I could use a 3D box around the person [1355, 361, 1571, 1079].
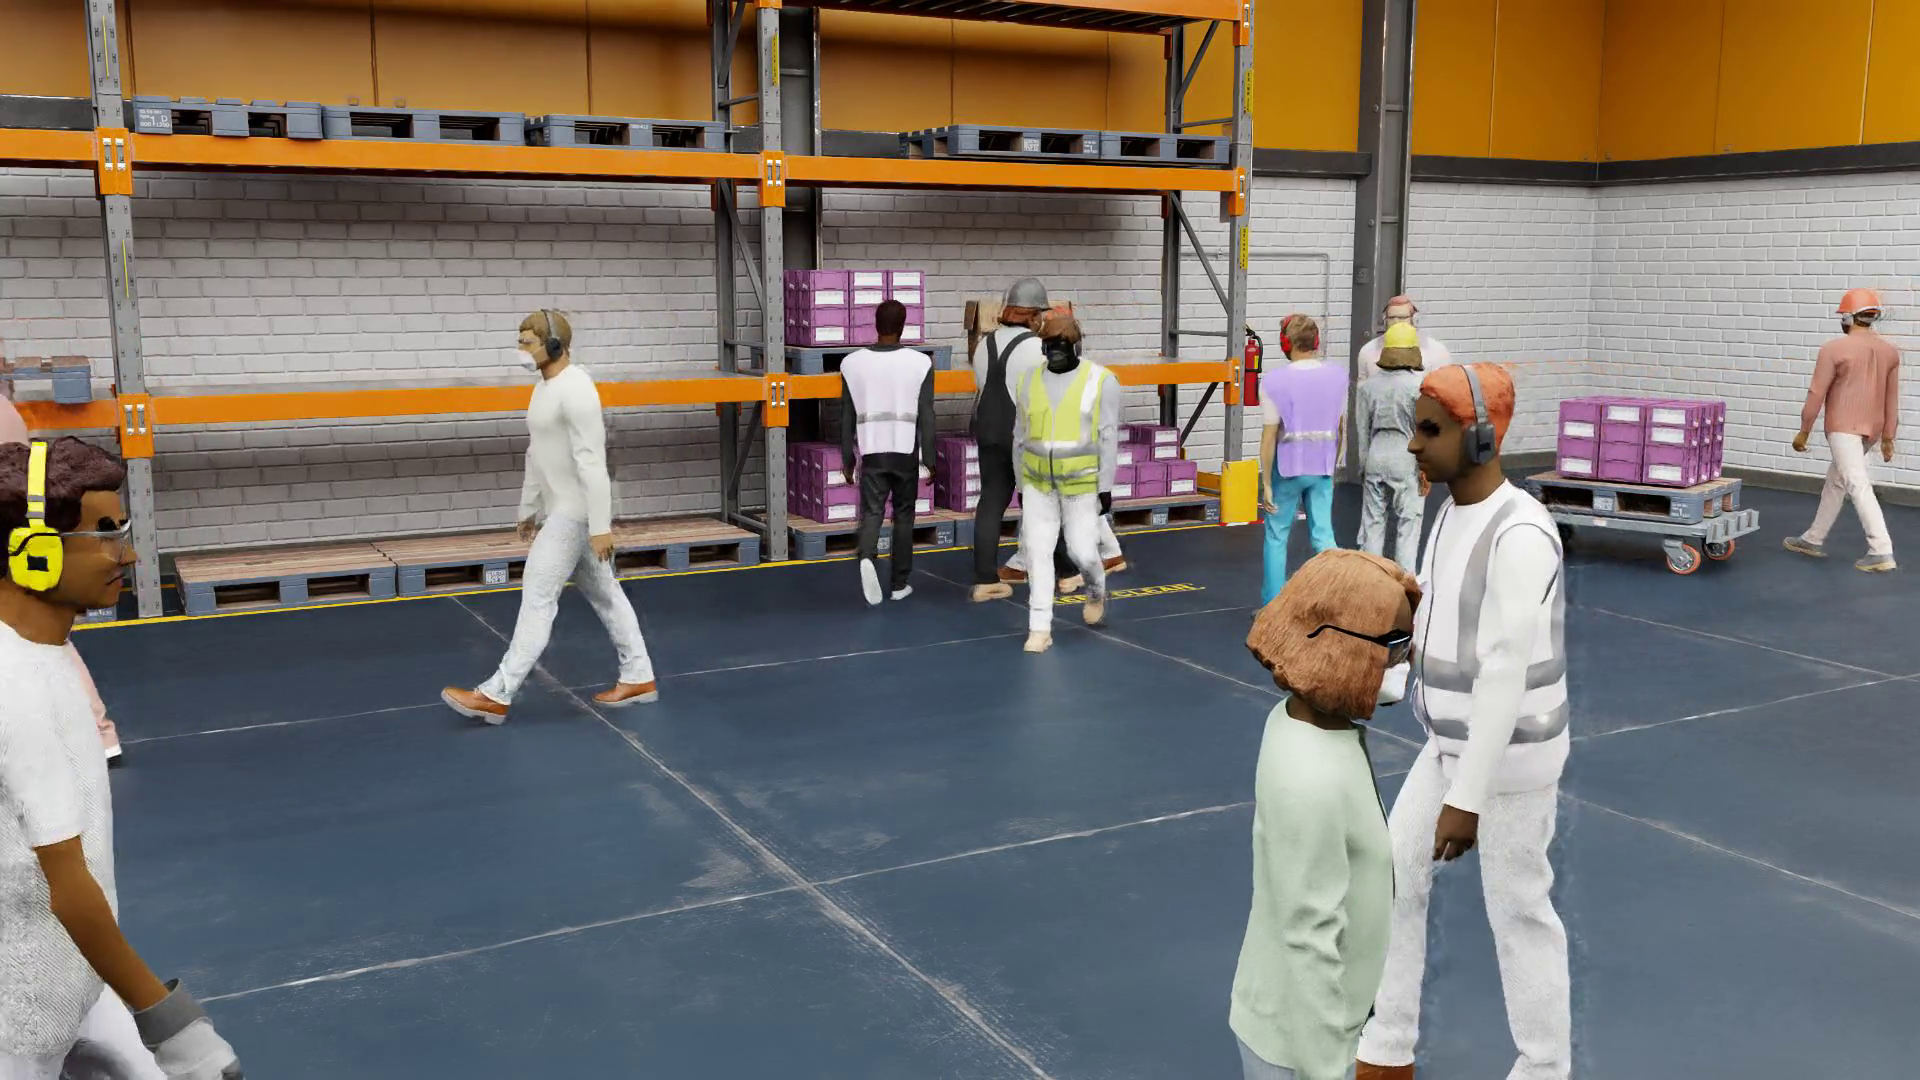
[{"bbox_3d":[1.134,0.521,3.884,0.772,1.856,0.579,-1,9,-5],"label":"person"}]

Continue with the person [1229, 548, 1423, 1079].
[{"bbox_3d":[0.582,0.819,2.724,0.279,1.633,0.497,2,9,11],"label":"person"}]

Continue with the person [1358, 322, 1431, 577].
[{"bbox_3d":[2.625,-0.433,10.024,0.526,1.738,0.317,9,13,44],"label":"person"}]

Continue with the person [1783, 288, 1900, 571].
[{"bbox_3d":[6.202,-0.772,11.550,0.604,1.938,1.071,-3,10,-19],"label":"person"}]

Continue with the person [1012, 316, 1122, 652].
[{"bbox_3d":[0.586,-0.322,9.126,0.630,1.819,0.707,4,10,21],"label":"person"}]

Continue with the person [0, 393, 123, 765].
[{"bbox_3d":[-3.935,0.068,6.651,1.022,1.849,0.673,-1,9,-8],"label":"person"}]

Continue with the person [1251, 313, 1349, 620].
[{"bbox_3d":[1.937,-0.362,9.350,0.558,1.816,0.809,-2,10,-14],"label":"person"}]

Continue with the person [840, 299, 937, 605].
[{"bbox_3d":[-0.449,-0.523,10.173,0.598,1.886,0.753,1,9,6],"label":"person"}]

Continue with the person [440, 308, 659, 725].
[{"bbox_3d":[-1.871,-0.108,7.609,1.046,1.878,0.654,-4,10,-24],"label":"person"}]

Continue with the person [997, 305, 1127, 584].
[{"bbox_3d":[0.670,-0.622,10.951,1.032,1.827,0.555,-2,10,-12],"label":"person"}]

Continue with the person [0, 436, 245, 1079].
[{"bbox_3d":[-1.452,0.740,2.679,1.003,1.812,0.513,-4,10,-22],"label":"person"}]

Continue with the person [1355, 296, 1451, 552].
[{"bbox_3d":[2.945,-0.694,11.212,0.659,1.864,0.930,4,10,25],"label":"person"}]

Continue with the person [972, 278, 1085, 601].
[{"bbox_3d":[0.455,-0.653,10.459,0.693,2.000,0.973,9,13,44],"label":"person"}]
